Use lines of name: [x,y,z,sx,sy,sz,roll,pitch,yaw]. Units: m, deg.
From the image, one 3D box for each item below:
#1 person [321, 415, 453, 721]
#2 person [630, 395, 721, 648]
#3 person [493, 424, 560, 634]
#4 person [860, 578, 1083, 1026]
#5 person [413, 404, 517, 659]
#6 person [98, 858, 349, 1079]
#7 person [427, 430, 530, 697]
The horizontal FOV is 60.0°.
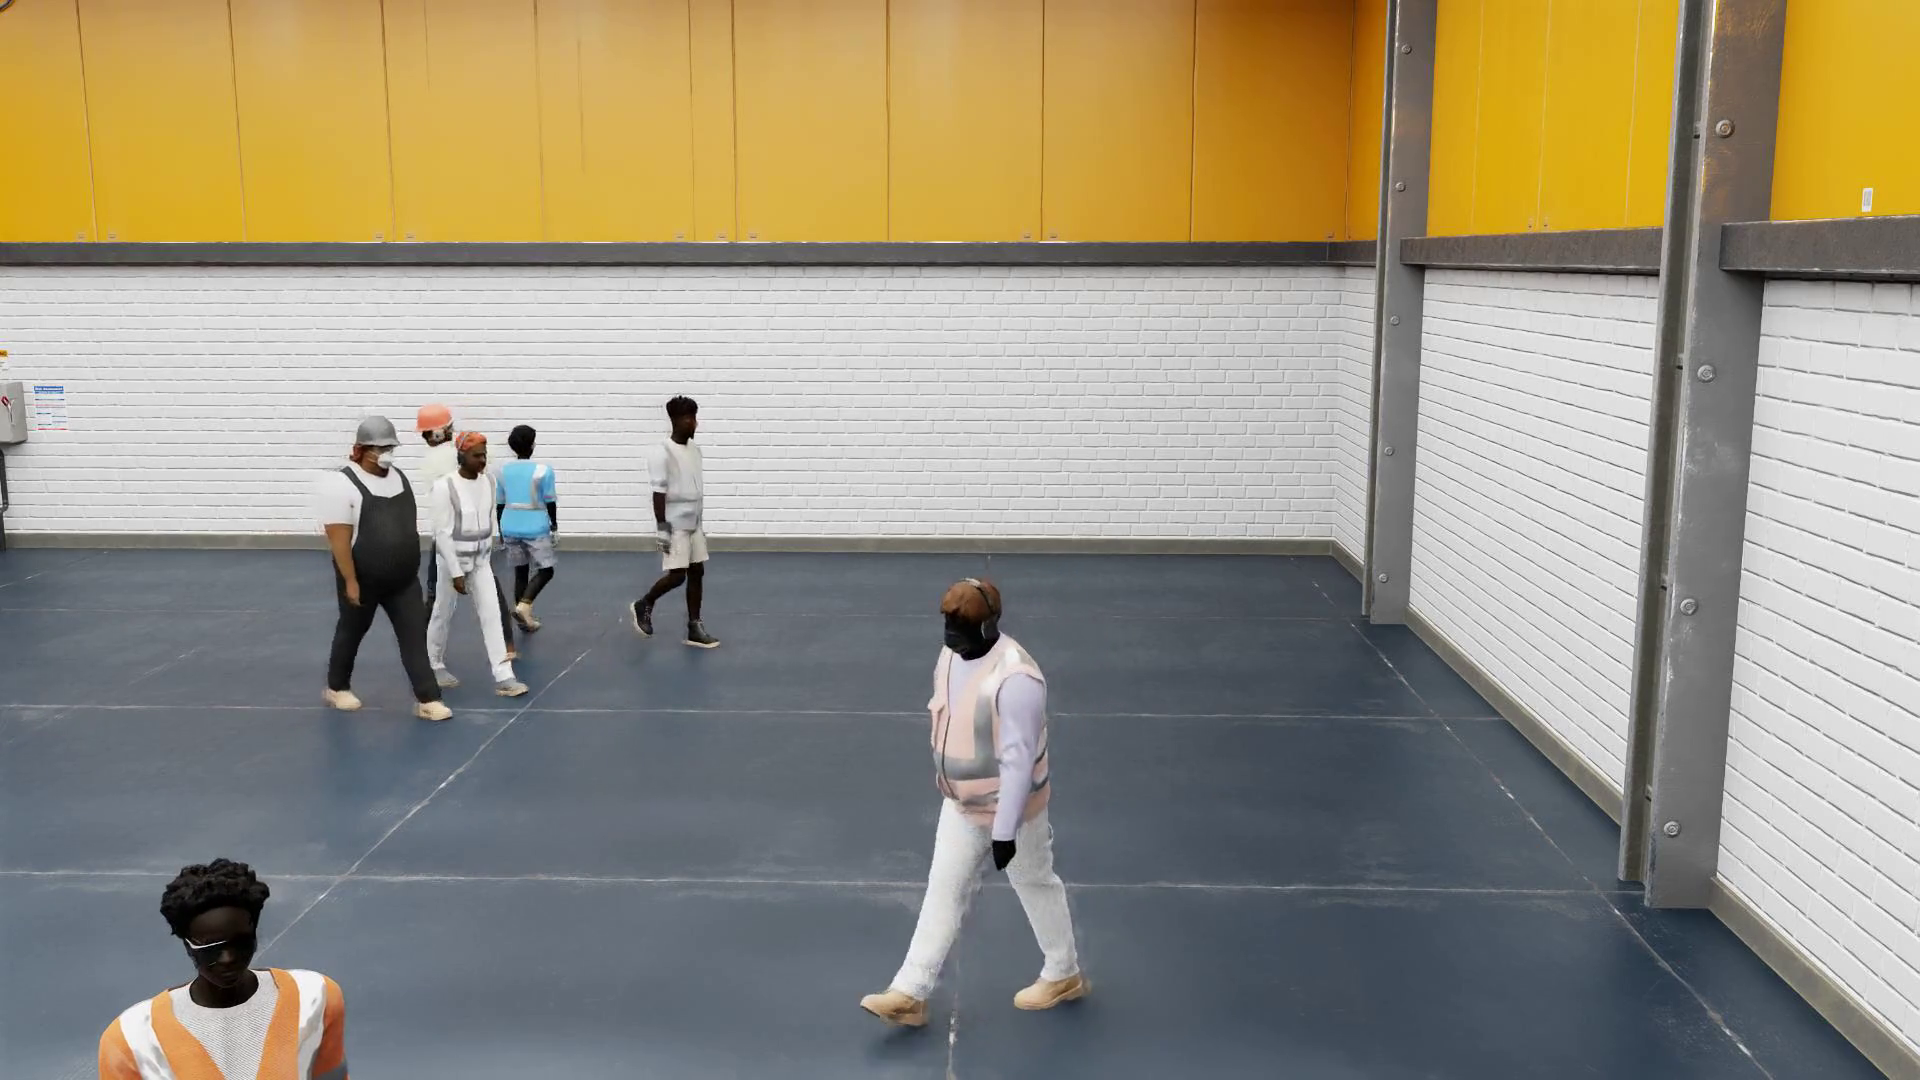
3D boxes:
person: [-3.804,0.144,10.797,1.030,2.000,0.687,7,12,36]
person: [-2.173,-0.139,12.710,0.637,1.953,0.618,5,11,28]
person: [-3.431,-0.061,13.022,0.536,1.680,0.515,3,10,15]
person: [0.065,1.020,6.400,1.005,1.780,0.641,-6,12,-33]
person: [-3.740,-0.054,12.332,1.074,1.920,0.643,6,11,30]
person: [-1.609,1.526,3.714,0.535,1.697,0.318,-8,12,-38]
person: [-3.385,0.154,11.373,0.970,1.837,0.561,7,12,34]
